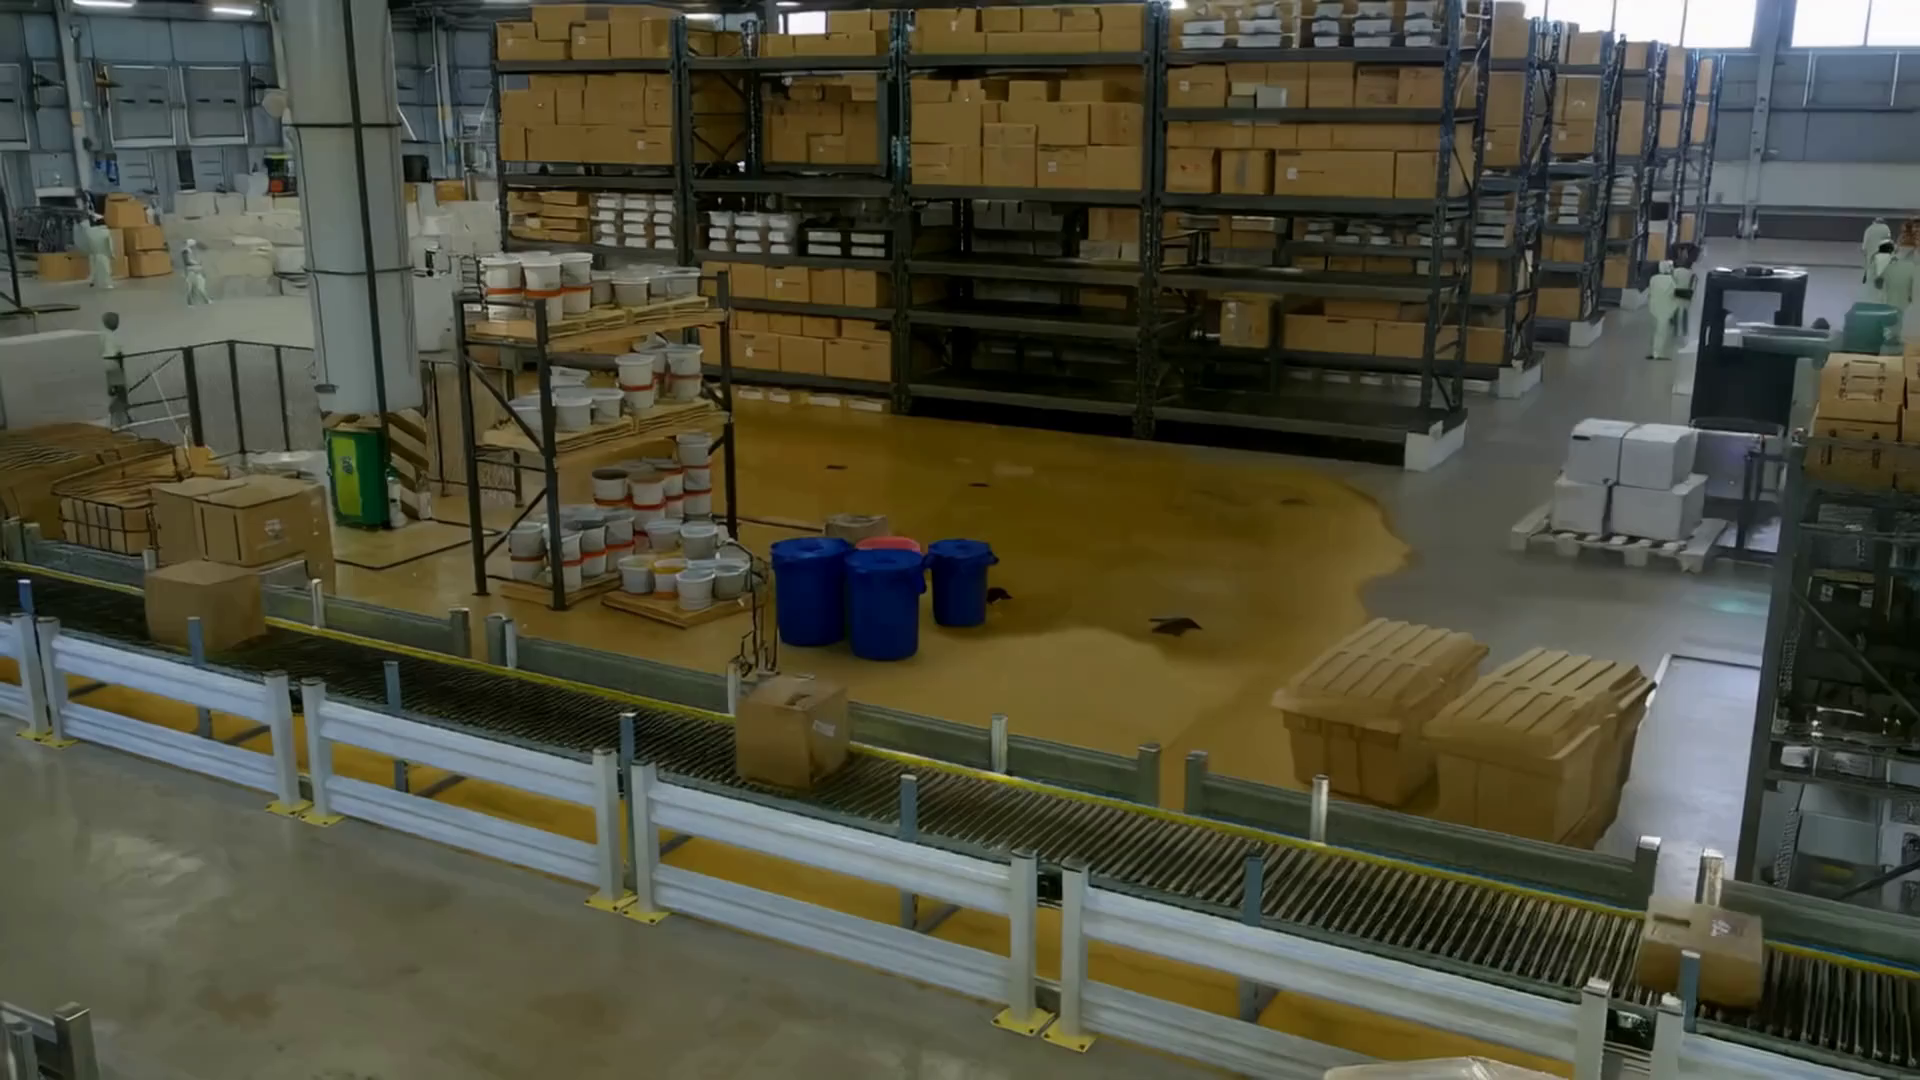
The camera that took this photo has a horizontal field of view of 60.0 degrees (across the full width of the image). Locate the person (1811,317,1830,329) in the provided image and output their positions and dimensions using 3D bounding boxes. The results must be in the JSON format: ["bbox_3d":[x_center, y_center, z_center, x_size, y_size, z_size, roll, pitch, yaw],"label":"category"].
[{"bbox_3d":[12.951,-2.567,25.173,0.532,1.612,0.393,-9,17,-30],"label":"person"}]

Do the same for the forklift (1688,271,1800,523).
[{"bbox_3d":[9.269,-1.763,19.726,1.129,2.768,1.873,8,17,27],"label":"forklift"}]

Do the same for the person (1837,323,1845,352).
[{"bbox_3d":[13.678,-2.738,25.500,0.606,1.799,0.826,5,16,19],"label":"person"}]

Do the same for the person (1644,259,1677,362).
[{"bbox_3d":[13.151,-4.294,31.127,0.400,1.901,0.642,-5,16,-20],"label":"person"}]

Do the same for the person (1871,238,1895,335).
[{"bbox_3d":[19.183,-5.253,34.564,0.648,1.978,0.697,-4,16,-16],"label":"person"}]

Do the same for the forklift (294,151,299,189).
[{"bbox_3d":[-25.337,-13.682,64.535,1.873,2.768,1.129,1,15,2],"label":"forklift"}]

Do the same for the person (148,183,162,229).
[{"bbox_3d":[-30.249,-12.554,62.559,0.320,1.697,0.531,3,15,11],"label":"person"}]

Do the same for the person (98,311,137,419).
[{"bbox_3d":[-12.935,-2.625,25.246,0.530,1.672,0.610,7,16,23],"label":"person"}]

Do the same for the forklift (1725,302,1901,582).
[{"bbox_3d":[8.928,-0.946,16.657,1.873,2.768,1.129,9,17,31],"label":"forklift"}]

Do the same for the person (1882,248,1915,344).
[{"bbox_3d":[18.821,-4.892,33.357,0.651,1.907,0.409,-2,15,-7],"label":"person"}]

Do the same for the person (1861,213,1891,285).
[{"bbox_3d":[24.149,-7.676,43.899,0.643,1.871,0.928,8,17,28],"label":"person"}]

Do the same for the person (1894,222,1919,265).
[{"bbox_3d":[23.933,-7.147,42.044,0.589,1.805,0.955,8,17,28],"label":"person"}]

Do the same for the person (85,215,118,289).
[{"bbox_3d":[-22.188,-7.415,42.870,0.743,1.902,0.504,2,15,9],"label":"person"}]

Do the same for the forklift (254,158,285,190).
[{"bbox_3d":[-23.549,-11.670,56.970,1.873,2.768,1.129,8,17,27],"label":"forklift"}]

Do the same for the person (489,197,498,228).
[{"bbox_3d":[-15.561,-10.576,55.245,0.429,1.624,0.538,-13,19,-39],"label":"person"}]

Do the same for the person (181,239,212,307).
[{"bbox_3d":[-18.031,-6.271,39.141,0.864,1.593,0.511,13,19,39],"label":"person"}]

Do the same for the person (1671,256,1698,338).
[{"bbox_3d":[14.883,-5.015,34.282,0.546,1.650,0.845,7,17,26],"label":"person"}]

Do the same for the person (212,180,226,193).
[{"bbox_3d":[-26.686,-12.003,60.056,0.627,1.930,0.362,8,17,26],"label":"person"}]

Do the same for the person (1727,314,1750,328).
[{"bbox_3d":[10.834,-2.175,23.130,0.511,1.913,0.542,9,17,30],"label":"person"}]
